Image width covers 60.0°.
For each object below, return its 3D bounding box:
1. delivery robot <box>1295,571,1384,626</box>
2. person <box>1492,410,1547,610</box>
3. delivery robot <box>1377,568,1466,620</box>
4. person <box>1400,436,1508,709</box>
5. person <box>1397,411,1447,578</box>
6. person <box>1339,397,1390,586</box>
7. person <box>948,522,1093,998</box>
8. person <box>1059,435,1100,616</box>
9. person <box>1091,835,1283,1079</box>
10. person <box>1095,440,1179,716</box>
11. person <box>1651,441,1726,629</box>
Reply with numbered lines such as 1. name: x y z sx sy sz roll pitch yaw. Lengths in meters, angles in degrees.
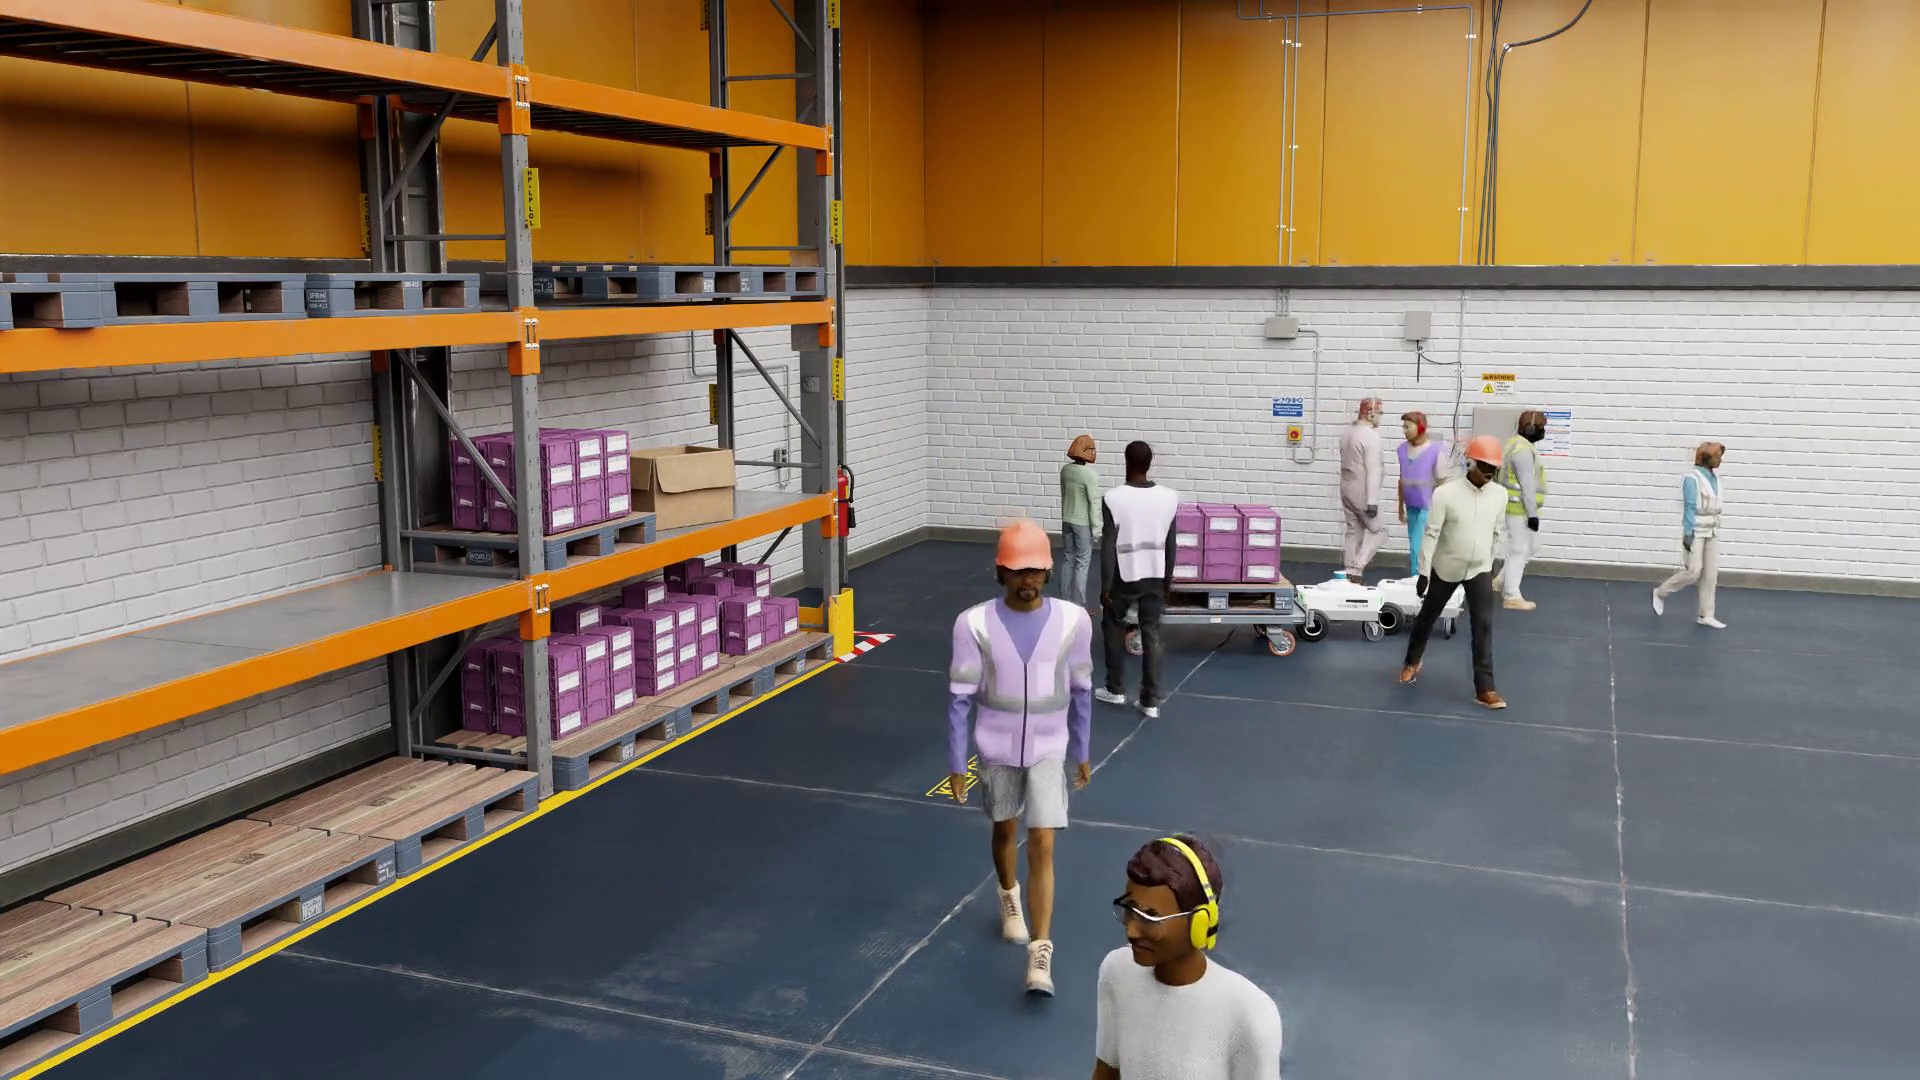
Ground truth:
1. delivery robot: 3.173 0.505 13.901 0.707 0.478 0.477 1 9 6
2. person: 5.092 -0.268 15.083 0.434 1.823 0.619 3 10 18
3. delivery robot: 3.909 0.476 14.086 0.707 0.478 0.477 4 10 23
4. person: 3.559 0.182 11.965 0.653 1.931 1.083 -2 9 -10
5. person: 4.334 -0.300 15.364 0.766 1.809 0.608 -4 10 -24
6. person: 3.844 -0.416 15.810 0.429 1.883 0.666 -2 9 -13
7. person: 0.265 0.905 7.189 0.630 1.985 1.077 0 9 -1
8. person: 1.066 -0.127 14.821 0.280 1.624 0.494 -6 11 -35
9. person: 0.499 1.533 3.805 0.990 1.823 0.553 -7 12 -39
10. person: 1.202 0.249 11.621 0.619 1.890 0.761 -3 10 -20
11. person: 6.354 -0.056 14.379 0.525 1.617 0.553 -6 11 -32
